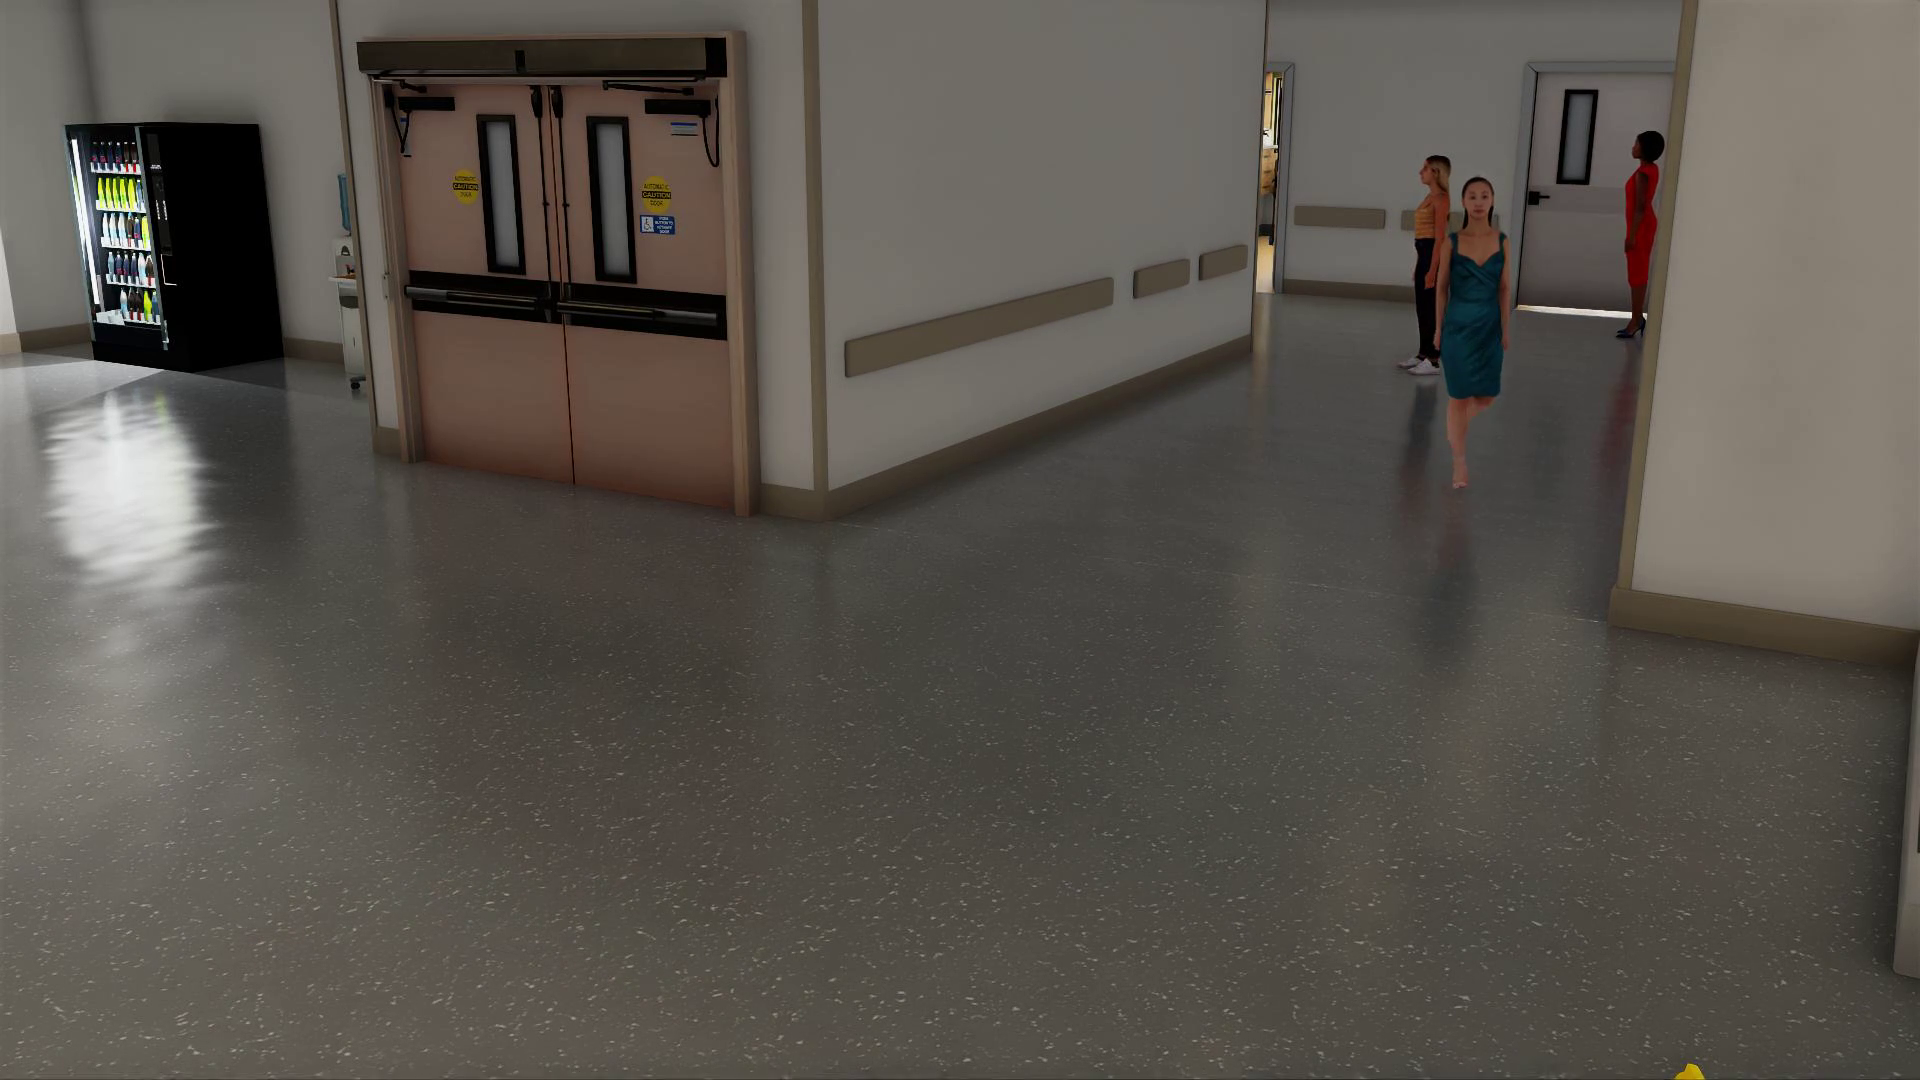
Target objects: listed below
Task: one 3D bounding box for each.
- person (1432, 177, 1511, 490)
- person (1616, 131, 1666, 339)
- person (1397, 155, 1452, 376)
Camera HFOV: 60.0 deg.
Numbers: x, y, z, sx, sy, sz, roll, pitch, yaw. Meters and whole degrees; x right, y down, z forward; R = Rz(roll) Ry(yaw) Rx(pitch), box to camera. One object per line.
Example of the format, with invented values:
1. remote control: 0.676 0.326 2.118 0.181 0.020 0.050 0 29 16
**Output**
1. person: 2.793 -1.121 9.106 0.886 1.666 0.833 2 16 6
2. person: 5.840 -2.620 14.281 0.499 1.743 0.560 8 18 27
3. person: 3.557 -2.071 12.543 0.666 1.628 0.650 0 16 1
